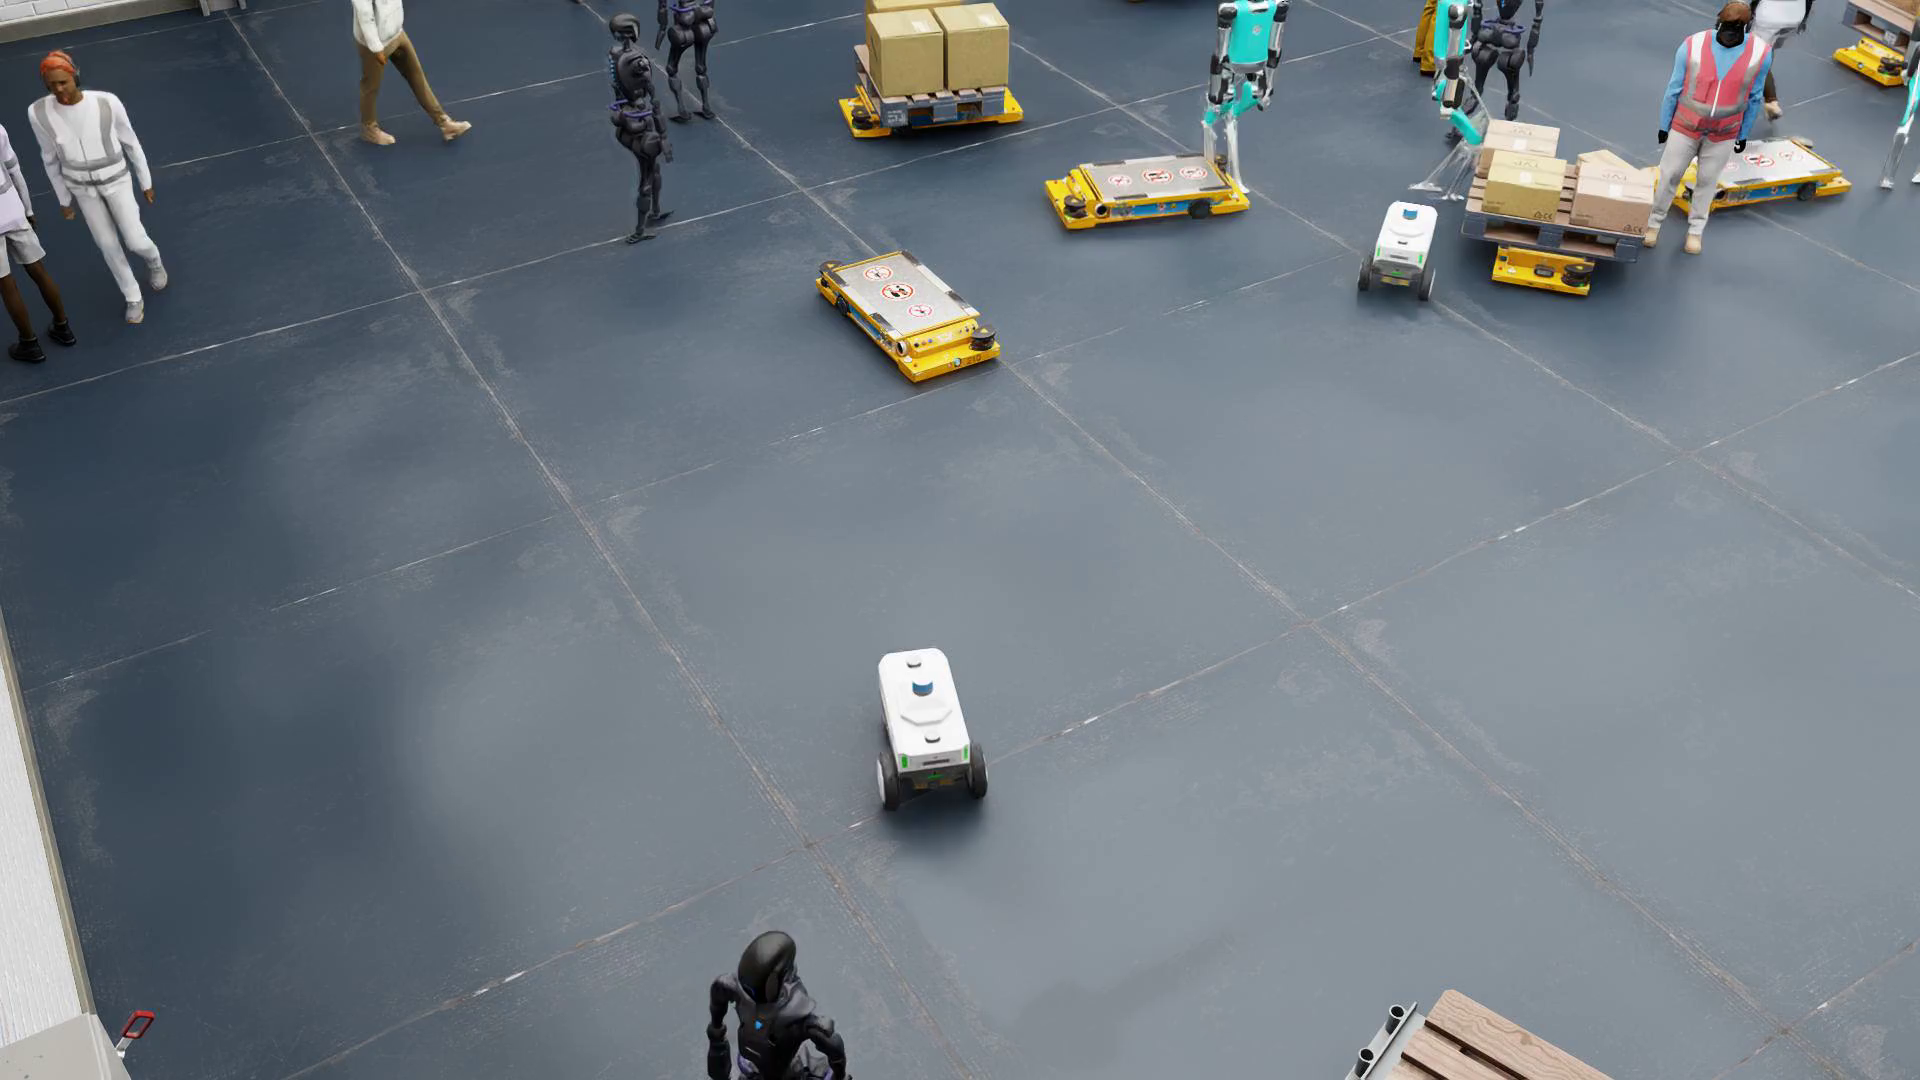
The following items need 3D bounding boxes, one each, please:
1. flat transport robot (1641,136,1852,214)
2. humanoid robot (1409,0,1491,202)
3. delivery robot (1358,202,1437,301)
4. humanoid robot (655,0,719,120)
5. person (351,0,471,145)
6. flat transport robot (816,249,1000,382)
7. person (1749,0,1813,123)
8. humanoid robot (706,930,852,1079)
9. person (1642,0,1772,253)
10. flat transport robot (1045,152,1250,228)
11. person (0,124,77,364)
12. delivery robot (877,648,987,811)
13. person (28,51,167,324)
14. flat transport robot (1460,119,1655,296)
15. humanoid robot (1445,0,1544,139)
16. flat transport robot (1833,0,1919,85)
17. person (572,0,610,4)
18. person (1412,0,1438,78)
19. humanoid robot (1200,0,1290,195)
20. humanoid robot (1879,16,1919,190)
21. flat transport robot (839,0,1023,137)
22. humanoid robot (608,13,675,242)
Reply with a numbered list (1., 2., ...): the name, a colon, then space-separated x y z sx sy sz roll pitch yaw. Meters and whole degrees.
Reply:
1. flat transport robot: 6.081 -2.822 12.852 1.431 0.231 0.659 -10 39 -12
2. humanoid robot: 3.766 -3.311 12.319 0.708 1.833 0.537 3 38 4
3. delivery robot: 3.112 -2.055 11.659 0.499 0.600 0.802 13 40 15
4. humanoid robot: -2.194 -4.201 13.450 0.343 1.649 0.585 31 48 33
5. person: -4.449 -3.902 13.045 0.935 1.719 0.559 11 40 14
6. flat transport robot: -0.373 -1.553 11.252 0.659 0.231 1.431 -20 43 -23
7. person: 6.665 -4.201 13.468 0.535 1.663 0.700 -11 40 -13
8. humanoid robot: -0.571 1.890 5.794 0.587 1.637 0.676 16 41 19
9. person: 5.233 -2.893 11.689 0.629 1.836 0.431 13 40 15
10. flat transport robot: 1.421 -2.657 12.645 1.431 0.231 0.659 -8 39 -10
11. person: -6.122 -2.020 10.506 0.372 1.928 0.542 22 43 25
12. delivery robot: -0.173 0.886 7.949 0.499 0.601 0.805 -7 39 -9
13. person: -5.637 -2.339 10.957 0.584 1.870 0.495 -8 39 -10
14. flat transport robot: 4.289 -2.231 12.107 0.659 0.231 1.431 13 40 15
15. humanoid robot: 4.247 -3.902 13.101 0.591 1.644 0.434 26 45 29
16. flat transport robot: 8.577 -4.315 14.737 1.431 0.231 0.659 -11 40 -14
17. person: -3.577 -5.950 15.540 0.560 1.838 0.386 -13 40 -16
18. person: 4.183 -4.856 14.231 0.342 1.749 0.530 -1 38 -2
19. humanoid robot: 2.028 -3.422 12.394 0.534 1.748 0.735 -10 39 -12
20. humanoid robot: 7.342 -3.467 12.492 0.530 1.782 0.807 17 42 21
21. flat transport robot: -0.247 -3.635 13.879 1.431 0.231 0.659 -9 39 -11
22. humanoid robot: -2.244 -2.964 11.906 0.599 1.637 0.586 -30 47 -32
